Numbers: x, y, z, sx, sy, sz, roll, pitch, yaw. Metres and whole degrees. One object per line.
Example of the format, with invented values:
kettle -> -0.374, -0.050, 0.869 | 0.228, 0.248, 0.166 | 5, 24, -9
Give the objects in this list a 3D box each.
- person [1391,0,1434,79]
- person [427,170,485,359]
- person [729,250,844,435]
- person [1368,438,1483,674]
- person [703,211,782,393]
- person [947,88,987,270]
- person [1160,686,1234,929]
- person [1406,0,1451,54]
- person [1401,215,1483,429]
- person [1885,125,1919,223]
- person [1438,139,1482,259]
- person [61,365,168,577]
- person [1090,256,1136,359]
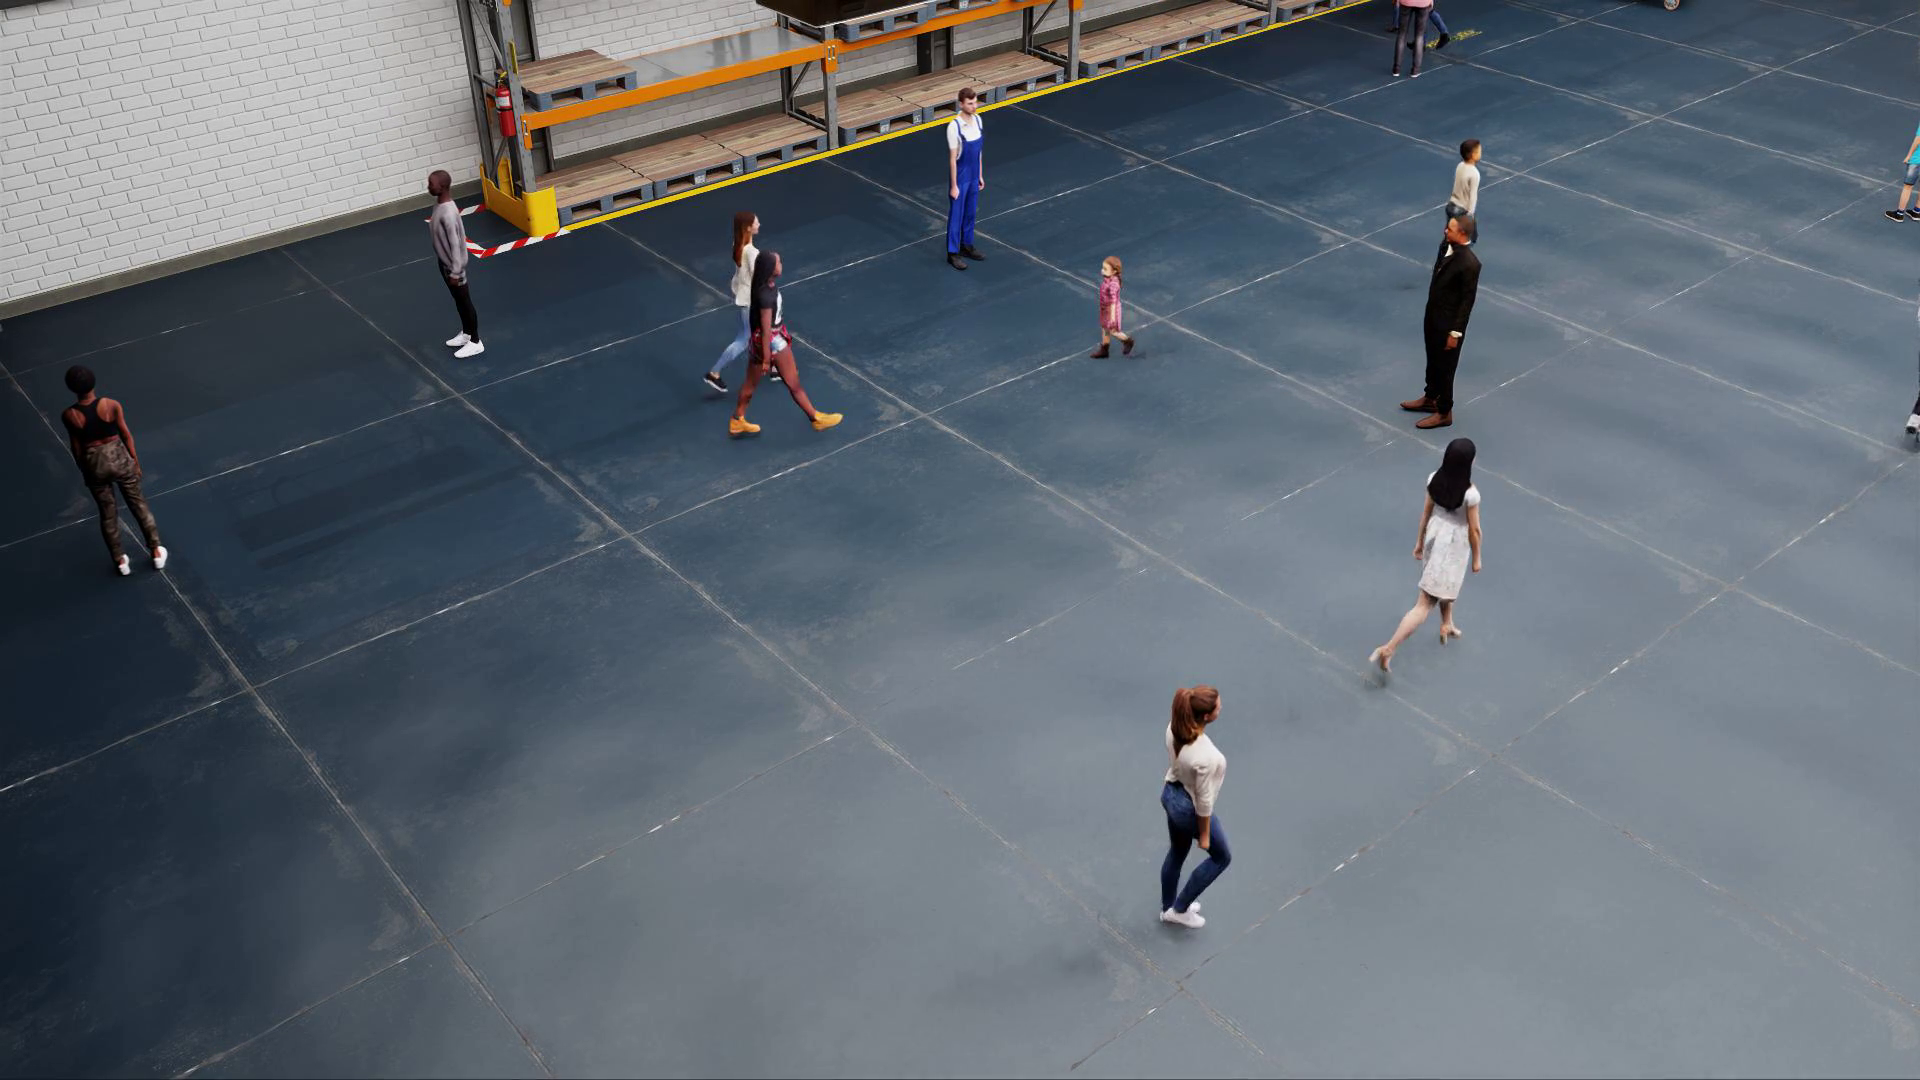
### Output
person -> 6.022, -7.133, 22.016 | 0.713, 1.957, 0.726 | 9, 35, 13
person -> -4.649, -2.557, 15.299 | 0.599, 1.772, 0.653 | -17, 37, -24
person -> -1.692, -1.581, 13.926 | 1.273, 1.668, 0.982 | -7, 34, -10
person -> 3.220, 0.156, 11.257 | 1.218, 1.729, 0.711 | -19, 38, -26
person -> -1.910, -2.052, 14.645 | 1.185, 1.656, 0.878 | -11, 35, -15
person -> 0.055, -3.720, 16.980 | 0.717, 1.849, 0.541 | 27, 42, 34
person -> 1.199, 1.522, 9.215 | 0.709, 1.715, 0.707 | -11, 35, -17
person -> 6.515, -7.564, 22.748 | 0.787, 1.865, 0.795 | -27, 42, -35
person -> 4.146, -1.871, 14.148 | 0.811, 1.905, 0.803 | -4, 34, -6
person -> 10.451, -4.163, 18.008 | 0.561, 1.449, 0.655 | -5, 34, -8
person -> 4.965, -3.292, 16.693 | 0.654, 1.453, 0.652 | -10, 35, -15
person -> -6.288, -0.521, 12.307 | 0.541, 1.694, 0.674 | -15, 37, -22
person -> 1.432, -2.141, 15.358 | 0.701, 1.014, 0.604 | -3, 34, -5
